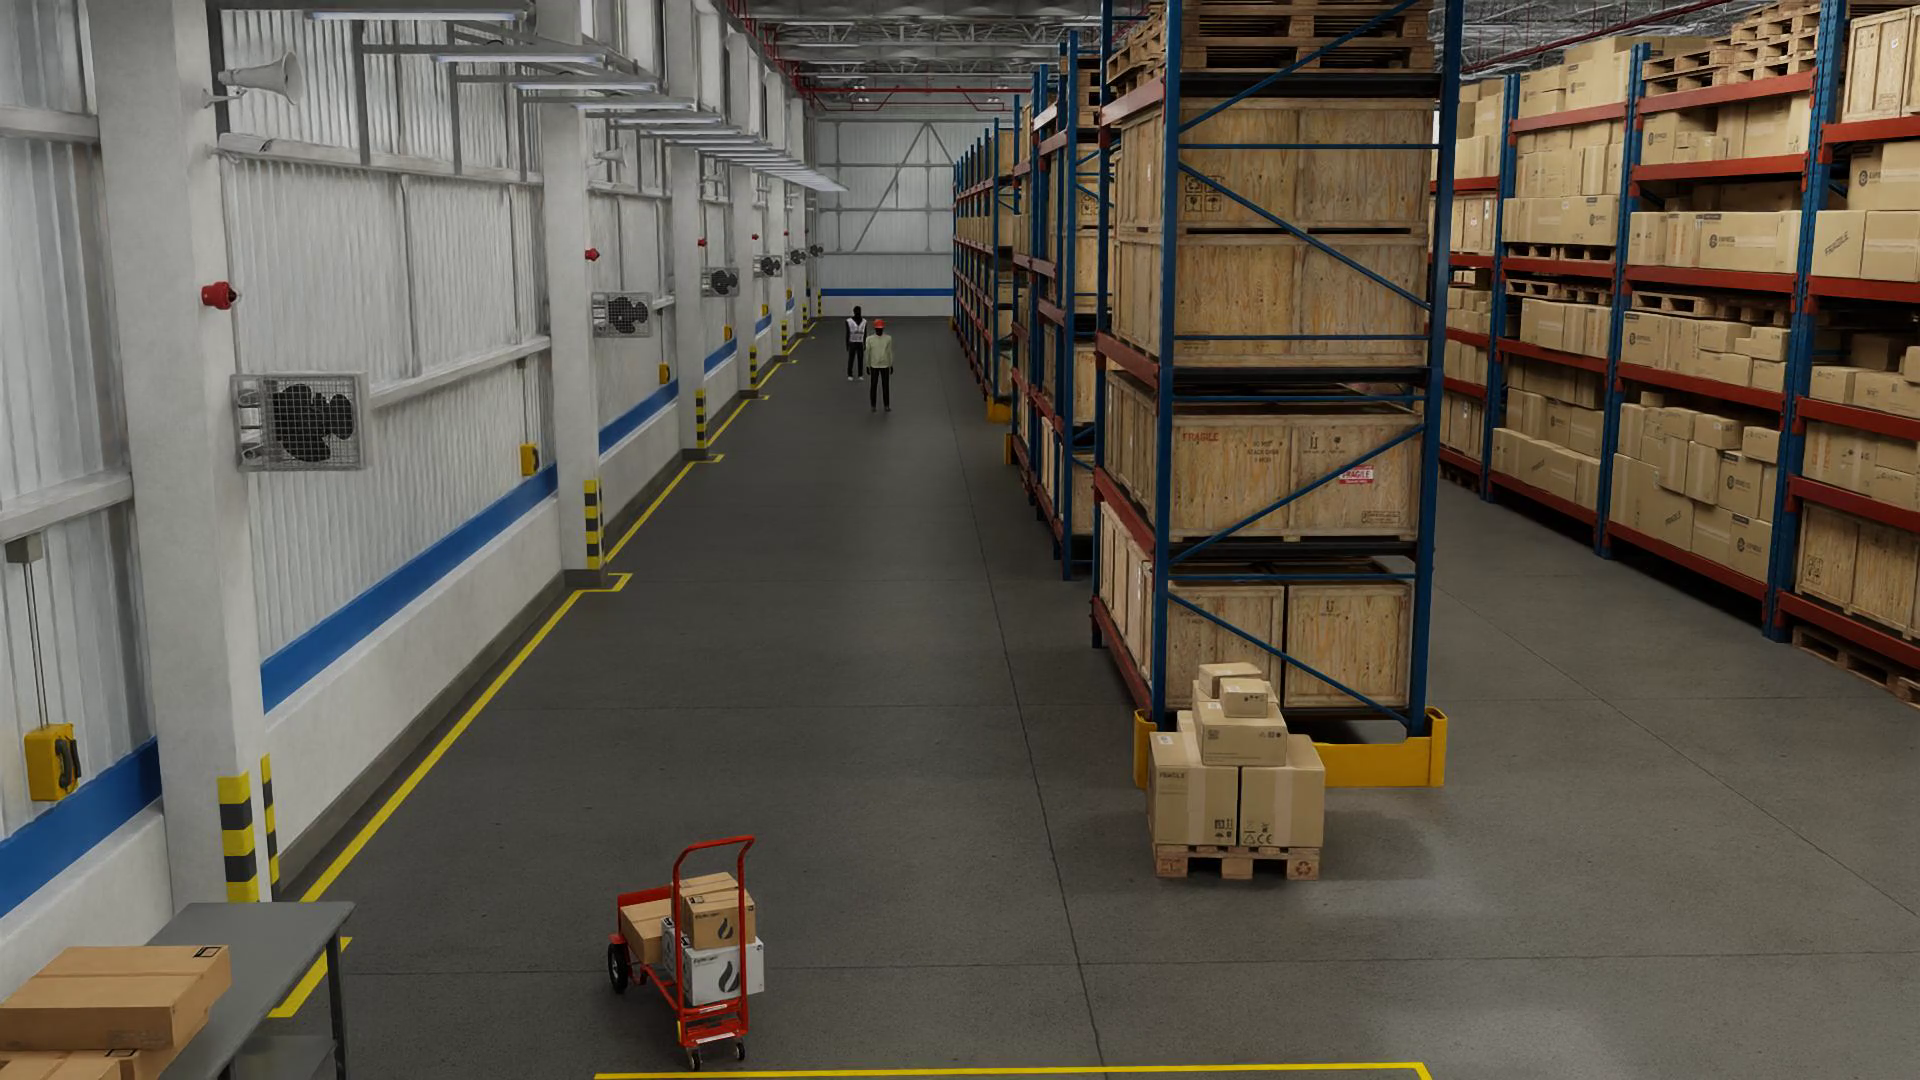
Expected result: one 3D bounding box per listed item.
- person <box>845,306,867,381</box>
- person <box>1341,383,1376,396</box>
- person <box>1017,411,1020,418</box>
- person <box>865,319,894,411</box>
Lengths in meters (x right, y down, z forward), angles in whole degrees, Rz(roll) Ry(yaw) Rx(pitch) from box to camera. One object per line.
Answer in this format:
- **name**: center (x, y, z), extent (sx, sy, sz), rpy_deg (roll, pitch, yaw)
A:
- **person**: center (-2.659, -5.032, 42.581), extent (0.608, 1.903, 0.398), rpy_deg (-6, 12, -29)
- **person**: center (6.897, -2.381, 28.808), extent (0.663, 1.892, 0.590), rpy_deg (8, 13, 34)
- **person**: center (1.546, -3.162, 33.064), extent (0.730, 1.823, 0.576), rpy_deg (0, 11, 2)
- **person**: center (-1.724, -3.746, 35.677), extent (0.613, 1.988, 0.404), rpy_deg (-2, 11, -12)
